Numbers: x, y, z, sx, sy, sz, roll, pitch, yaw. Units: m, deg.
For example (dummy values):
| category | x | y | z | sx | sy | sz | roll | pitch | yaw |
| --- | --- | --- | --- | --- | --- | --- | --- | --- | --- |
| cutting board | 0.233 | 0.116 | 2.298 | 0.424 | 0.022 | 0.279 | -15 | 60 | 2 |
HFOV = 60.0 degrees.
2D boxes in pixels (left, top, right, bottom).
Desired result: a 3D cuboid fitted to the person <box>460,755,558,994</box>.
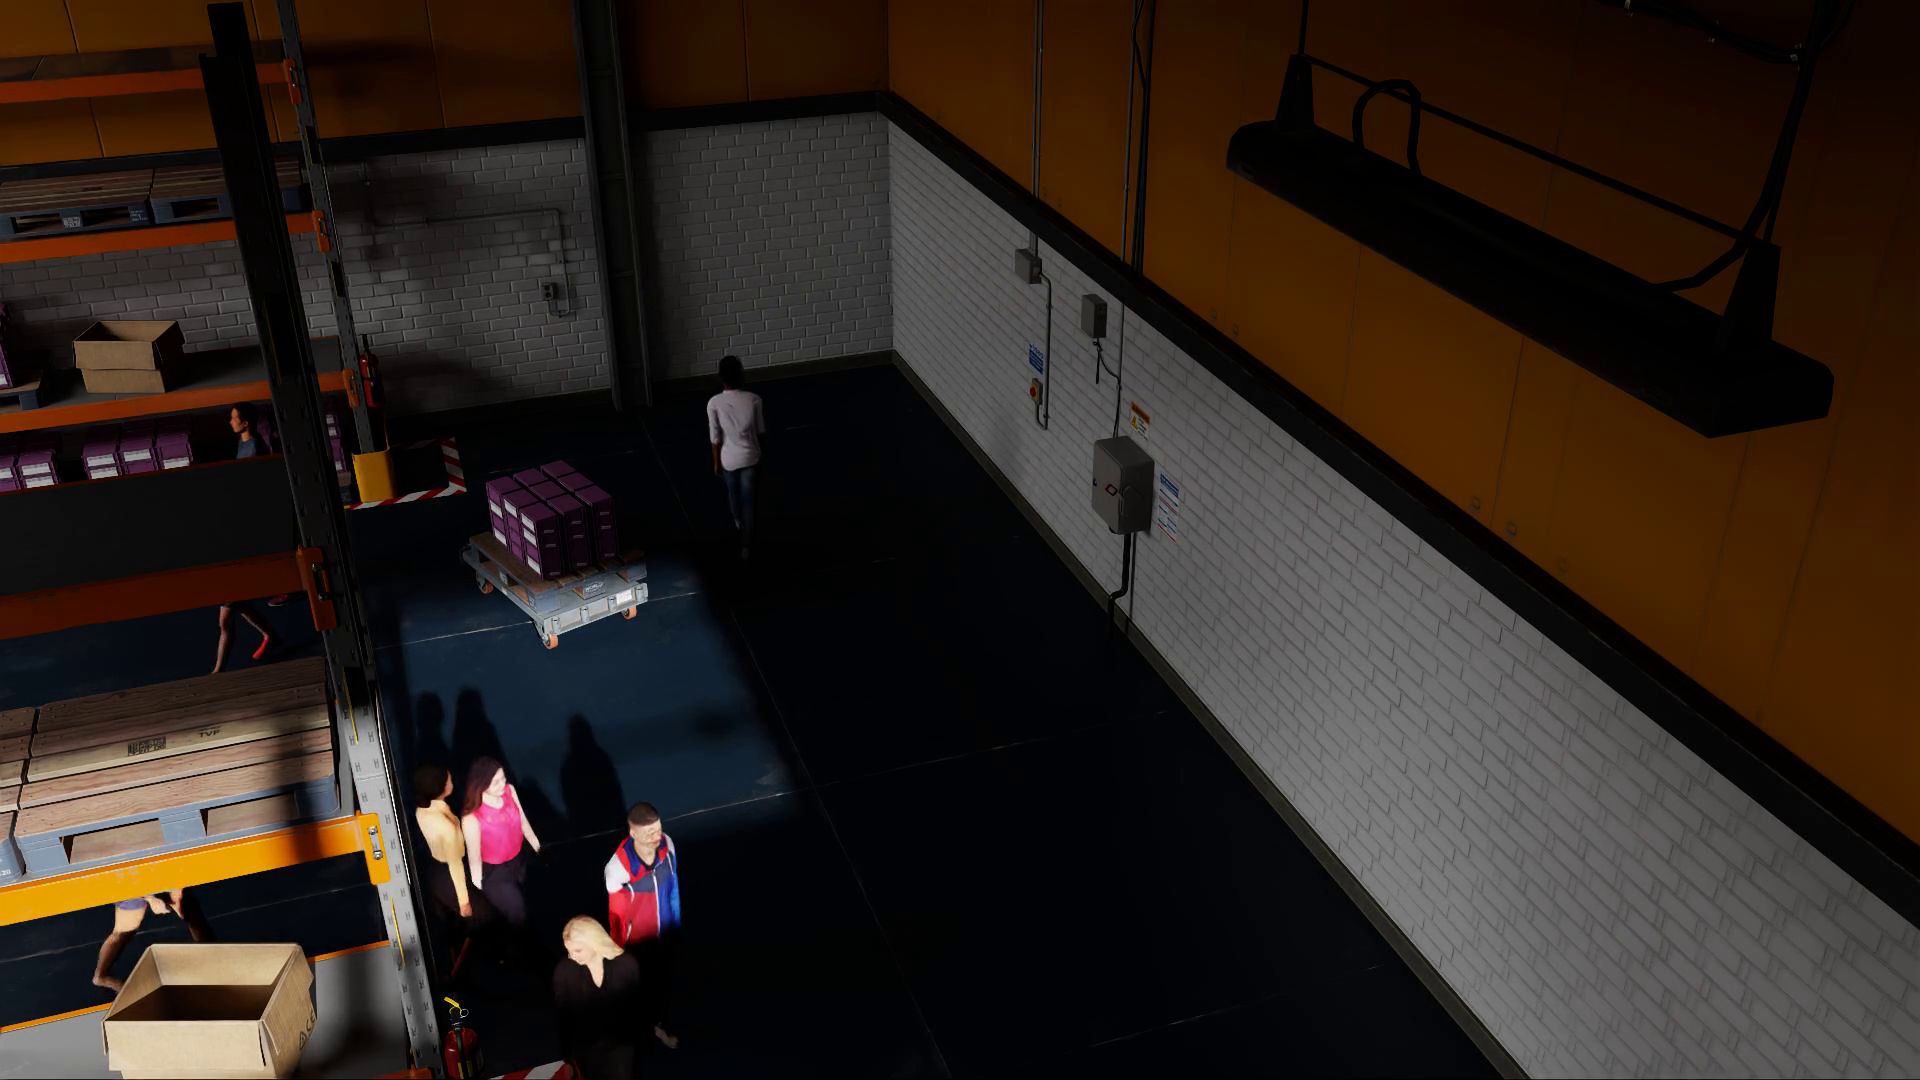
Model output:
| category | x | y | z | sx | sy | sz | roll | pitch | yaw |
| --- | --- | --- | --- | --- | --- | --- | --- | --- | --- |
| person | -2.753 | 1.960 | 9.842 | 1.082 | 1.627 | 0.949 | 8 | 30 | 15 |

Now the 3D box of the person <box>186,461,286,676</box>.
| category | x | y | z | sx | sy | sz | roll | pitch | yaw |
| --- | --- | --- | --- | --- | --- | --- | --- | --- | --- |
| person | -5.634 | 0.208 | 12.871 | 1.173 | 1.802 | 1.206 | 11 | 31 | 19 |

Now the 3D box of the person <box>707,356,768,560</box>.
| category | x | y | z | sx | sy | sz | roll | pitch | yaw |
| --- | --- | --- | --- | --- | --- | --- | --- | --- | --- |
| person | -1.922 | -0.686 | 14.543 | 1.182 | 1.771 | 0.958 | -1 | 29 | -1 |

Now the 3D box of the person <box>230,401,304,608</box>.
| category | x | y | z | sx | sy | sz | roll | pitch | yaw |
| --- | --- | --- | --- | --- | --- | --- | --- | --- | --- |
| person | -5.782 | -0.318 | 13.827 | 0.599 | 1.810 | 0.692 | -16 | 32 | -26 |

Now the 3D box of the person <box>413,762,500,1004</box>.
| category | x | y | z | sx | sy | sz | roll | pitch | yaw |
| --- | --- | --- | --- | --- | --- | --- | --- | --- | --- |
| person | -3.029 | 2.054 | 9.660 | 0.765 | 1.637 | 0.717 | -20 | 34 | -32 |

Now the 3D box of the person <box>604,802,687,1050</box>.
| category | x | y | z | sx | sy | sz | roll | pitch | yaw |
| --- | --- | --- | --- | --- | --- | --- | --- | --- | --- |
| person | -1.844 | 2.153 | 9.376 | 0.861 | 1.733 | 0.803 | 22 | 36 | 35 |

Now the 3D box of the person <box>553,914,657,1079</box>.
| category | x | y | z | sx | sy | sz | roll | pitch | yaw |
| --- | --- | --- | --- | --- | --- | --- | --- | --- | --- |
| person | -1.825 | 2.566 | 8.540 | 1.094 | 1.811 | 0.766 | -8 | 30 | -14 |
